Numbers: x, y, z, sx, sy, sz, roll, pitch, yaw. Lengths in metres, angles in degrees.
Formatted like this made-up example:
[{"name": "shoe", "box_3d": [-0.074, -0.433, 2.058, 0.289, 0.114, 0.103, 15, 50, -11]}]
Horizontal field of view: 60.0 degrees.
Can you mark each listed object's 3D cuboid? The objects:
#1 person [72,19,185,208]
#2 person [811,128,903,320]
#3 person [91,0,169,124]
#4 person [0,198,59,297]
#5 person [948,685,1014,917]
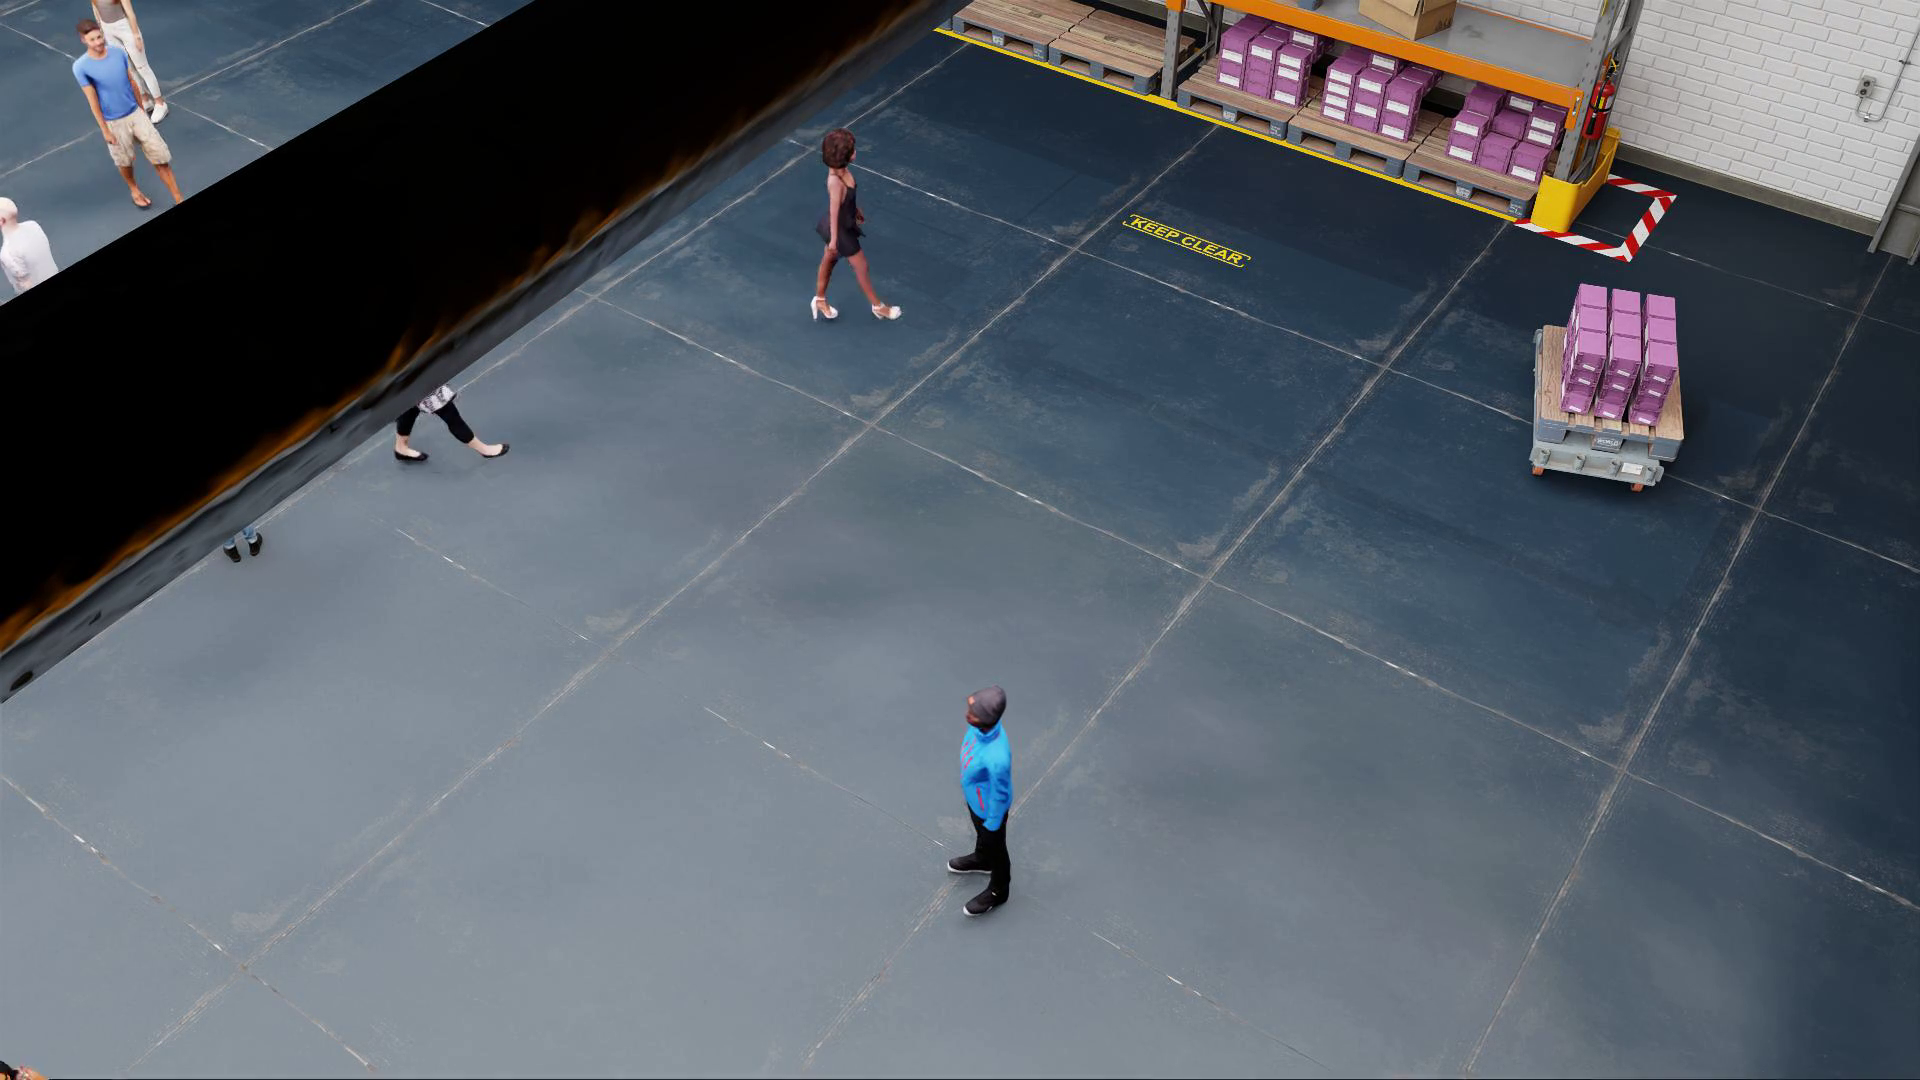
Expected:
[{"name": "person", "box_3d": [-7.491, -3.781, 14.767, 1.118, 1.829, 0.734, 32, 52, 29]}, {"name": "person", "box_3d": [-1.054, -2.494, 13.467, 1.037, 1.758, 0.944, -4, 44, -4]}, {"name": "person", "box_3d": [-8.051, -4.874, 15.994, 0.578, 1.718, 0.705, 10, 44, 10]}, {"name": "person", "box_3d": [-6.879, -1.797, 12.704, 1.162, 1.803, 1.026, 1, 44, 1]}, {"name": "person", "box_3d": [0.165, 1.433, 9.321, 0.756, 1.792, 0.672, -11, 45, -12]}]
